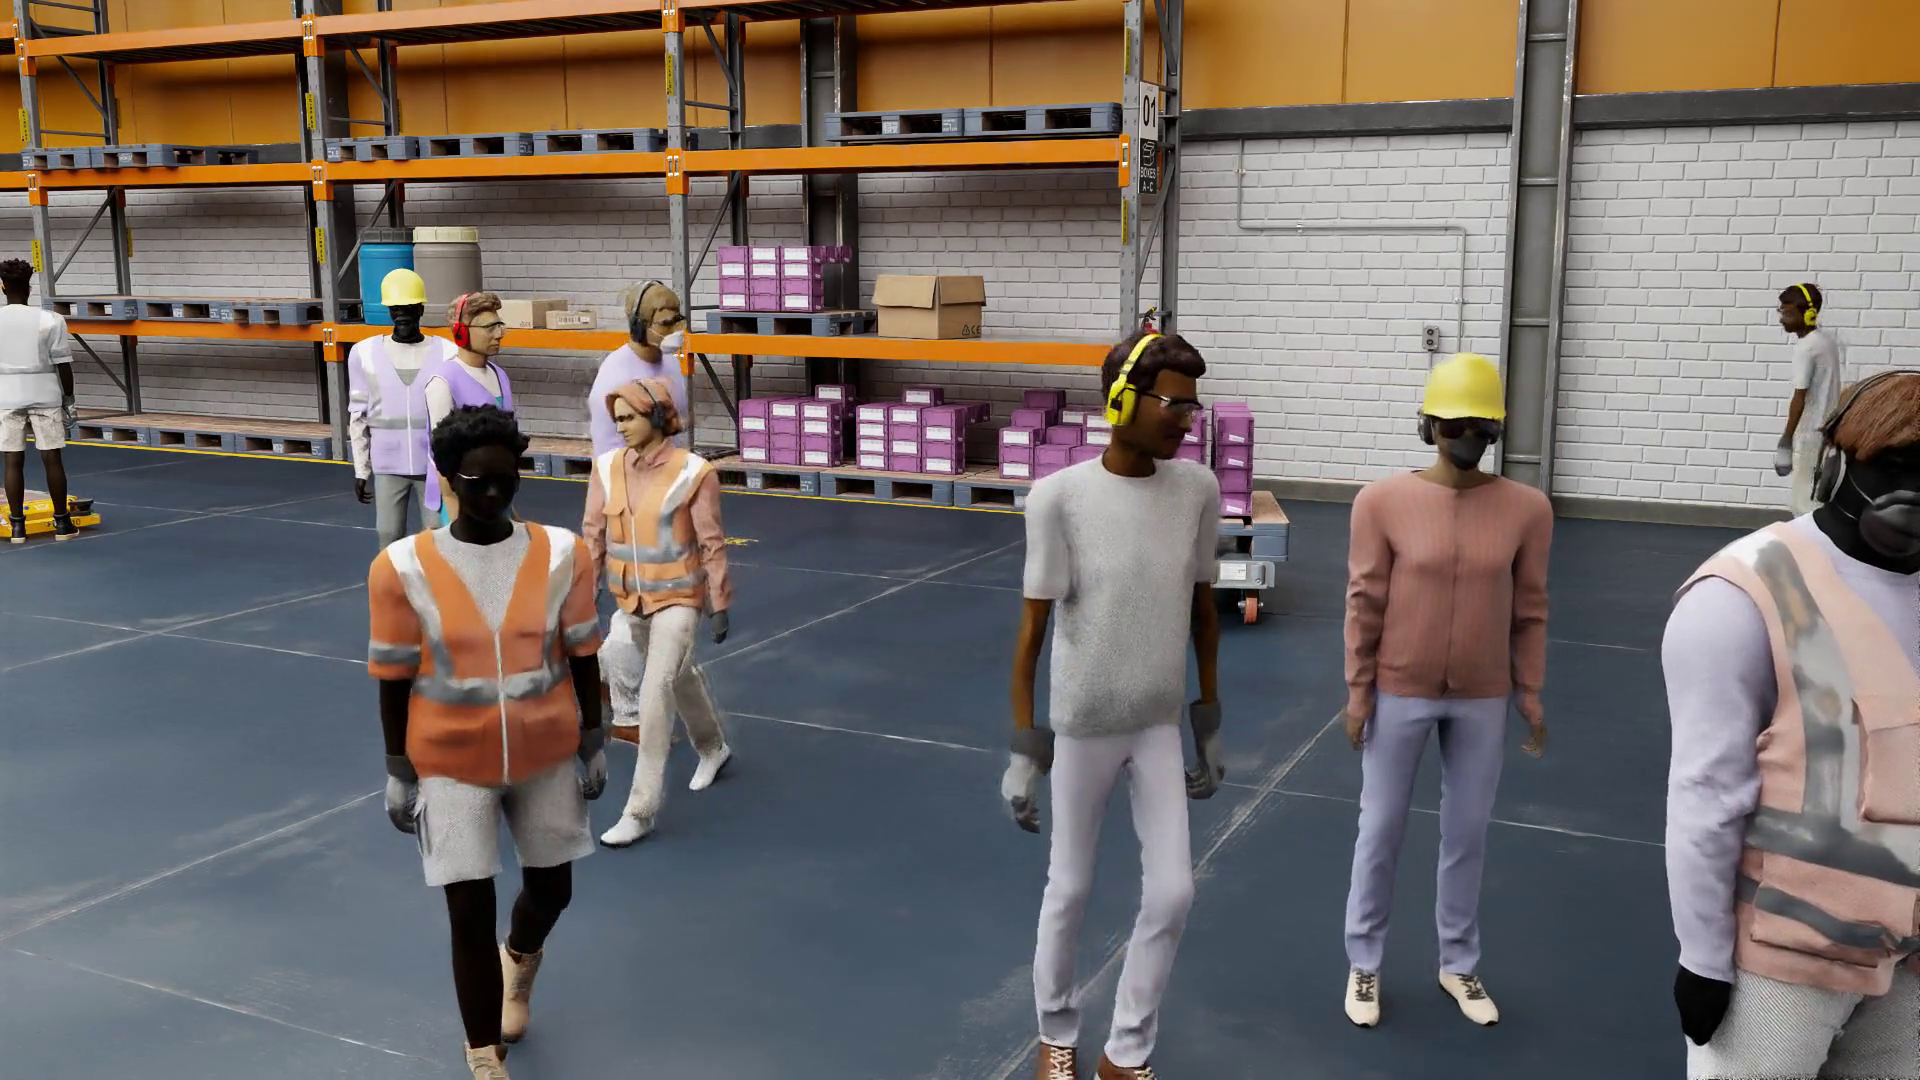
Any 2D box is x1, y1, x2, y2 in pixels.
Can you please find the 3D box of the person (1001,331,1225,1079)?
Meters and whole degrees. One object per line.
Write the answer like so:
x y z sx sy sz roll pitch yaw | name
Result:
0.340 0.444 3.853 0.569 1.846 0.430 -3 10 -19 | person

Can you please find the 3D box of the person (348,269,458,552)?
-2.733 -0.381 8.315 0.585 1.929 0.375 -3 10 -16 | person

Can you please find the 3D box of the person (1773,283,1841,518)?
4.958 -0.563 9.654 0.516 1.821 0.540 7 12 36 | person

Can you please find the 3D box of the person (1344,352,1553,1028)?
1.252 0.399 4.316 0.529 1.767 0.330 0 10 2 | person

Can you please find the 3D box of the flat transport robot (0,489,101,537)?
-7.011 -0.221 12.138 1.431 0.197 0.652 6 12 31 | flat transport robot

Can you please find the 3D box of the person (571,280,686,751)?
-1.314 -0.087 6.683 0.554 1.907 0.654 3 10 14 | person

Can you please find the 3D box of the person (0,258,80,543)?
-6.458 -0.958 11.514 0.613 1.962 0.362 -4 11 -23 | person

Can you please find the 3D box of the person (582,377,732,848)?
-1.050 0.208 5.933 0.509 1.589 0.910 5 11 25 | person

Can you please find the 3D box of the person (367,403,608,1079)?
-1.114 0.503 3.952 0.543 1.685 0.620 -5 11 -25 | person

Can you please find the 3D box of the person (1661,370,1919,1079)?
1.425 0.645 2.699 0.624 1.841 0.430 -3 10 -17 | person

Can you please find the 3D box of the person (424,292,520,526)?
-2.049 -0.119 7.047 0.388 1.846 0.565 1 10 8 | person
